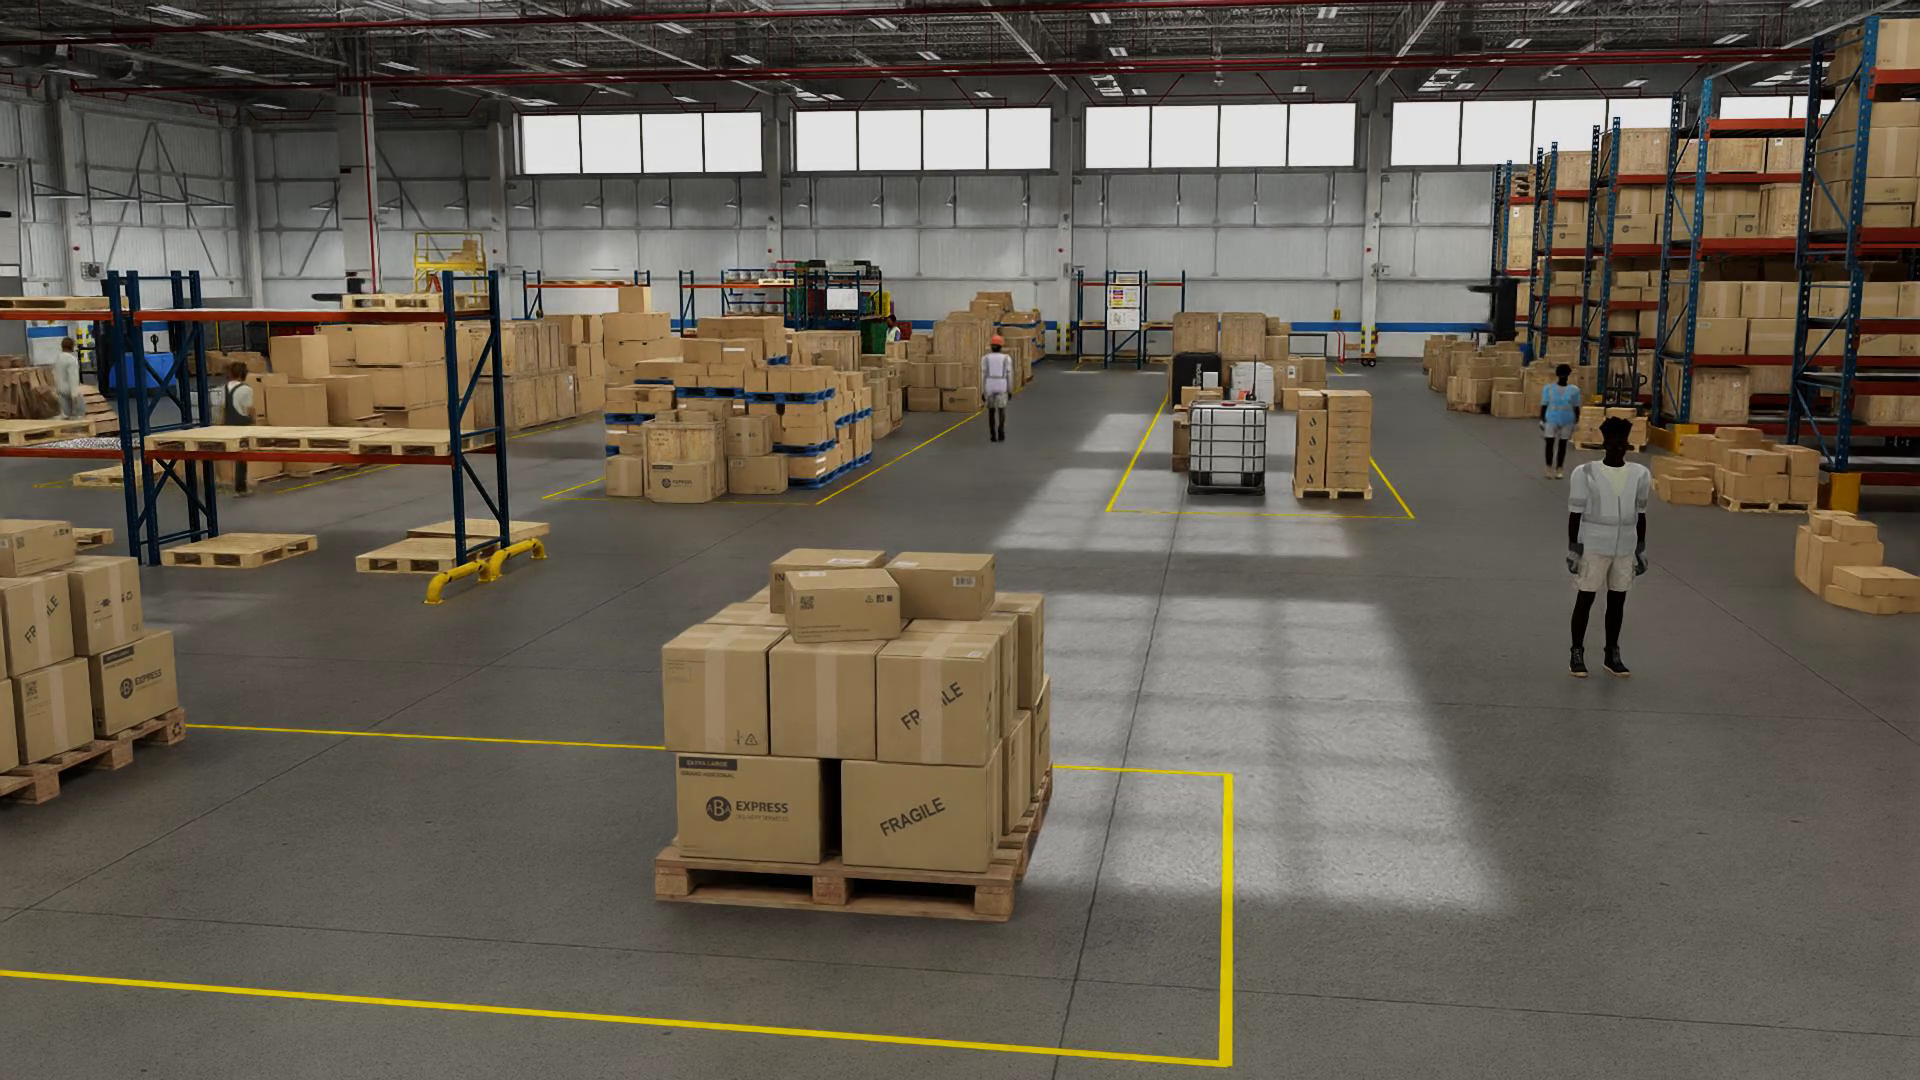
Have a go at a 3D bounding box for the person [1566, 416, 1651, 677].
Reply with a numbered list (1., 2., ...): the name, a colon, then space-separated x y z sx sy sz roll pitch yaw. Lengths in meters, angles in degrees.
1. person: 4.827 0.054 12.394 0.612 1.963 0.363 0 9 -2

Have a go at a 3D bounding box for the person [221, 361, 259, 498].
1. person: -9.585 -1.479 22.262 0.551 1.829 0.520 4 10 25

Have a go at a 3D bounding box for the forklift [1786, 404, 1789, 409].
1. forklift: 18.620 -4.318 36.546 1.129 2.768 1.873 1 9 9

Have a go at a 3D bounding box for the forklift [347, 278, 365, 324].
1. forklift: -15.807 -5.468 43.636 1.873 2.768 1.129 -3 10 -17

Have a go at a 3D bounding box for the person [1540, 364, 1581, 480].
1. person: 8.685 -1.698 24.021 0.554 1.682 0.568 2 9 11

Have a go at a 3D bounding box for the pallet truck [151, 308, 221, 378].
1. pallet truck: -21.869 -5.598 47.154 0.823 1.965 1.885 4 10 26

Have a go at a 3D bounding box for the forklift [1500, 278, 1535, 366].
1. forklift: 14.619 -5.585 44.361 1.873 2.768 1.129 1 9 9

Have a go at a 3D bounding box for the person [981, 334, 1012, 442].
1. person: 0.638 -2.668 29.327 0.550 1.919 0.644 0 9 1

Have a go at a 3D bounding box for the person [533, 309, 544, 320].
1. person: -11.963 -5.617 47.455 0.632 1.940 0.372 3 10 16

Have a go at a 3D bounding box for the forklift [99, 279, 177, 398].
1. forklift: -19.606 -4.720 39.027 1.873 2.768 1.129 1 9 9

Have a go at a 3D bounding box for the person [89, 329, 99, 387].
1. person: -20.975 -4.326 40.480 0.398 1.626 0.519 2 9 11

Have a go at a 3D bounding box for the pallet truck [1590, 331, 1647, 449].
1. pallet truck: 11.253 -2.573 28.499 0.823 1.965 1.885 5 10 27

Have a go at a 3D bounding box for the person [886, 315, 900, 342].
1. person: -1.692 -4.724 42.011 0.392 1.919 0.591 -5 10 -29

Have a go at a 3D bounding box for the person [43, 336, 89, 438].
1. person: -15.417 -2.554 28.674 0.635 1.916 0.804 7 11 36
